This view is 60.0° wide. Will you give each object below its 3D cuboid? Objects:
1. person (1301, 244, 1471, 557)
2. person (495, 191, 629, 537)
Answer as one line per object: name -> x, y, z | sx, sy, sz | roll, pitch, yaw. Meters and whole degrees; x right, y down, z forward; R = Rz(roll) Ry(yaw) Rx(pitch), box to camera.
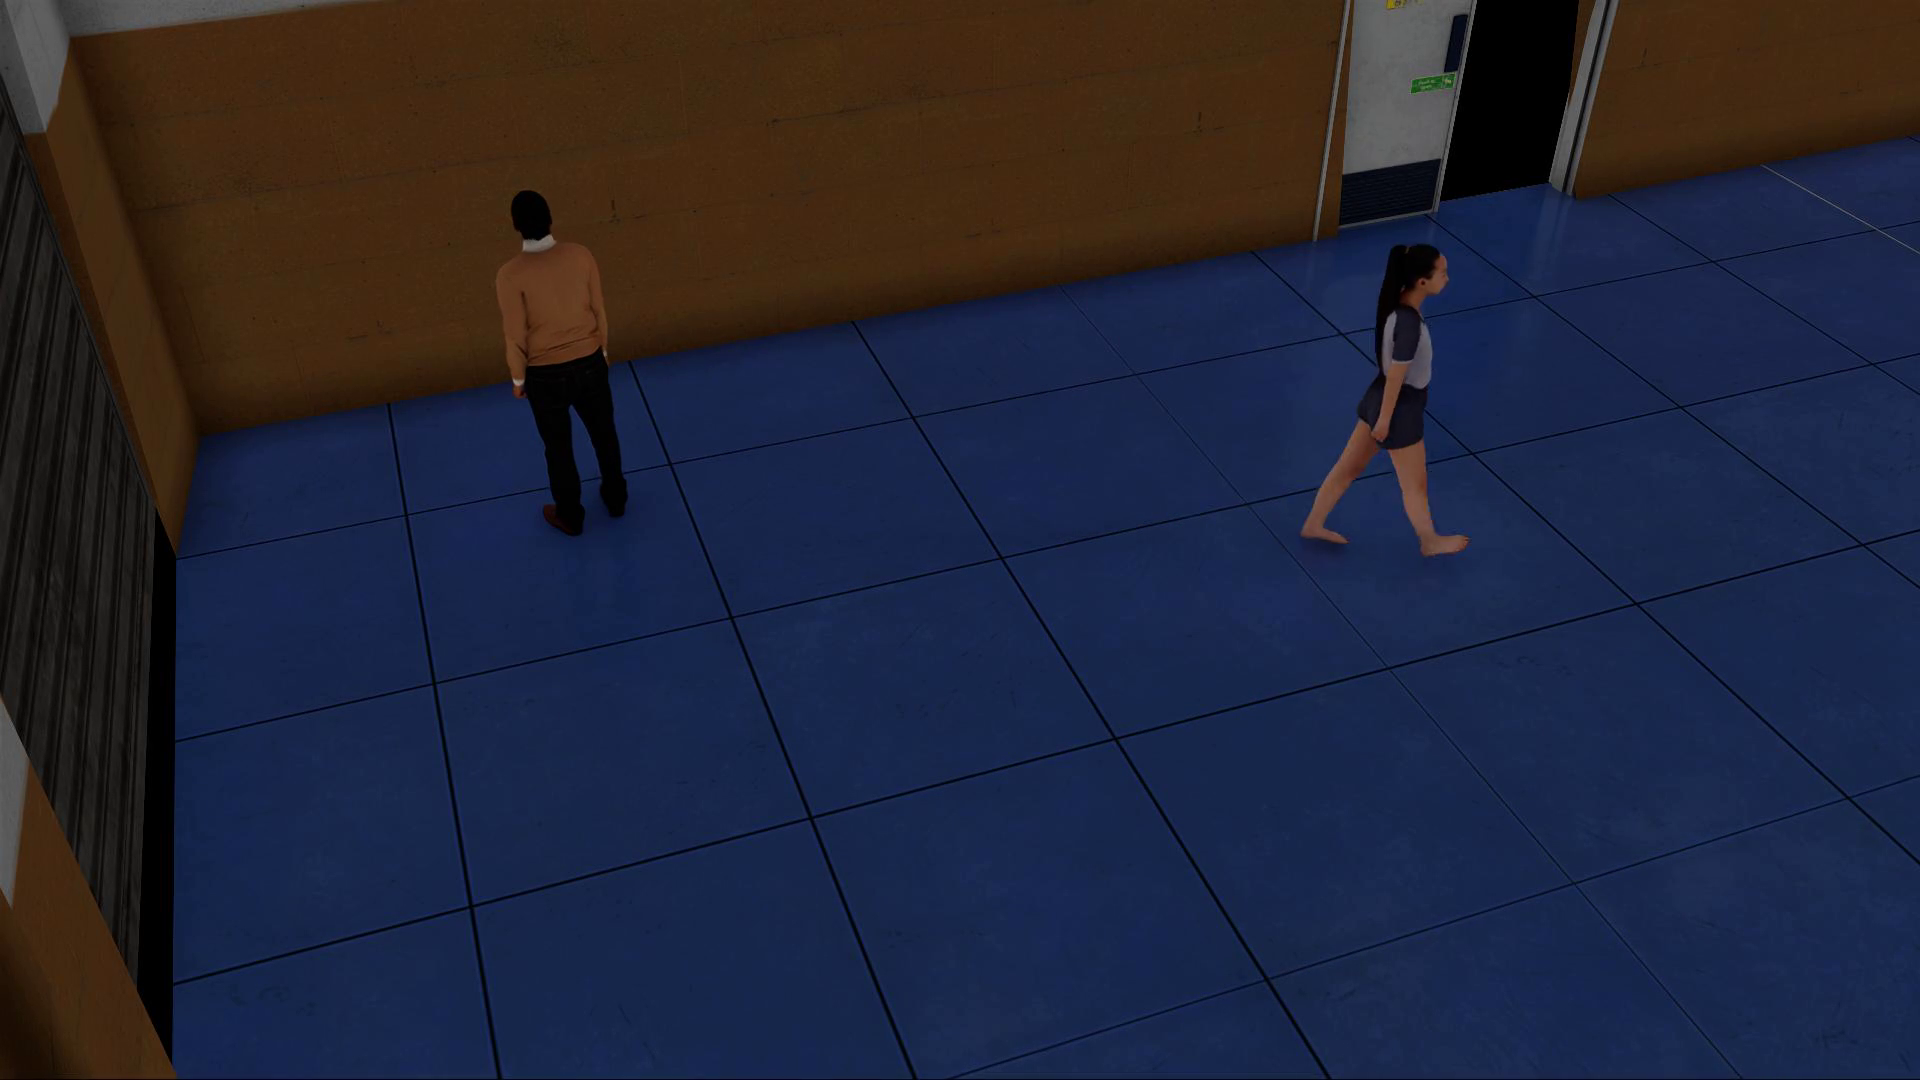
person -> 1.881, -0.590, 7.596 | 0.938, 1.607, 1.042 | 3, 37, 4
person -> -1.851, -0.807, 7.766 | 0.721, 1.752, 0.688 | -23, 43, -28
